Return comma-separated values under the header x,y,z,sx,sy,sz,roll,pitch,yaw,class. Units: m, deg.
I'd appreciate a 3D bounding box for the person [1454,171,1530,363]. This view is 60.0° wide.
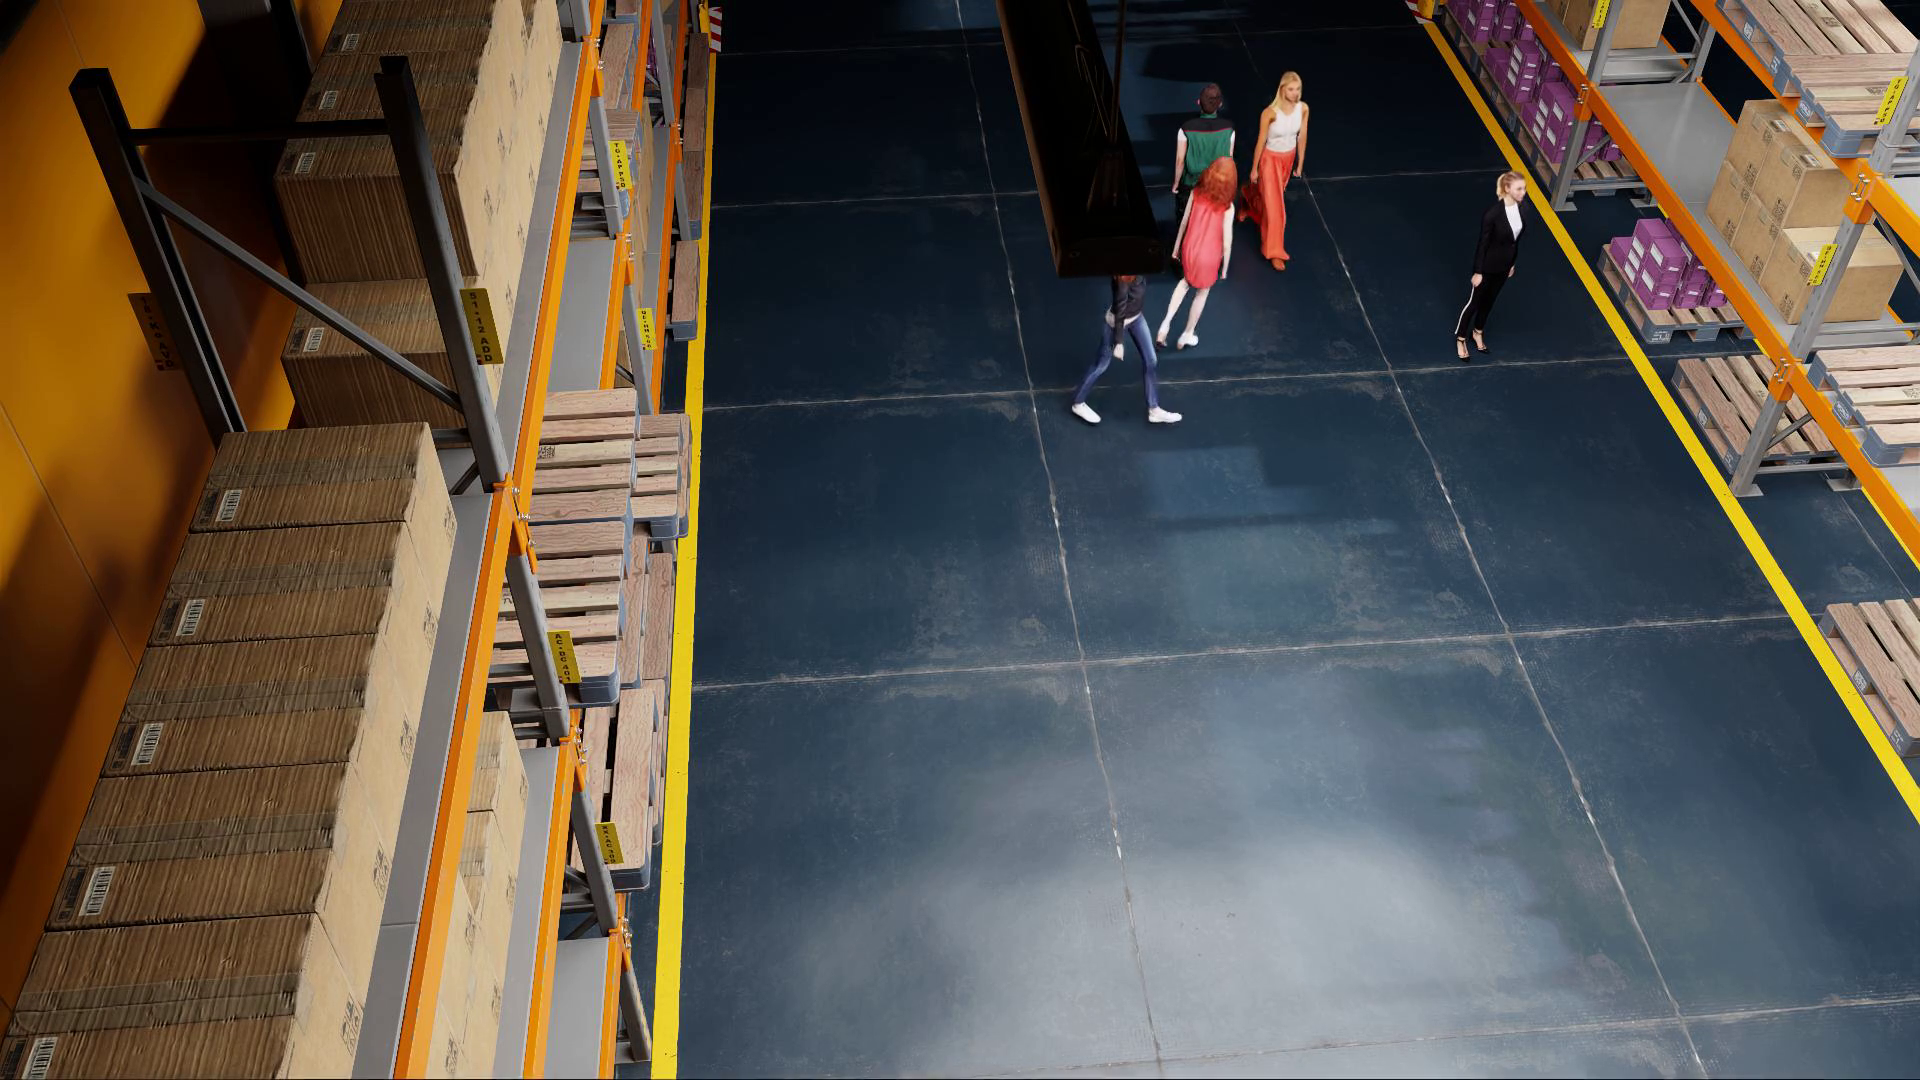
x,y,z,sx,sy,sz,roll,pitch,yaw,class
4.286,-2.208,13.392,0.688,1.707,0.684,-21,47,-20,person

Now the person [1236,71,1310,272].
x,y,z,sx,sy,sz,roll,pitch,yaw,class
2.704,-3.303,14.499,0.871,1.765,1.257,-15,46,-15,person

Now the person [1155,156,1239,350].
x,y,z,sx,sy,sz,roll,pitch,yaw,class
1.880,-2.203,13.317,0.910,1.803,0.969,27,50,25,person

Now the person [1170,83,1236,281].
x,y,z,sx,sy,sz,roll,pitch,yaw,class
2.049,-3.047,14.174,0.644,1.842,0.569,-2,44,-2,person

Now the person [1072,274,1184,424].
x,y,z,sx,sy,sz,roll,pitch,yaw,class
1.174,-1.629,12.761,1.083,1.740,1.134,23,48,22,person
